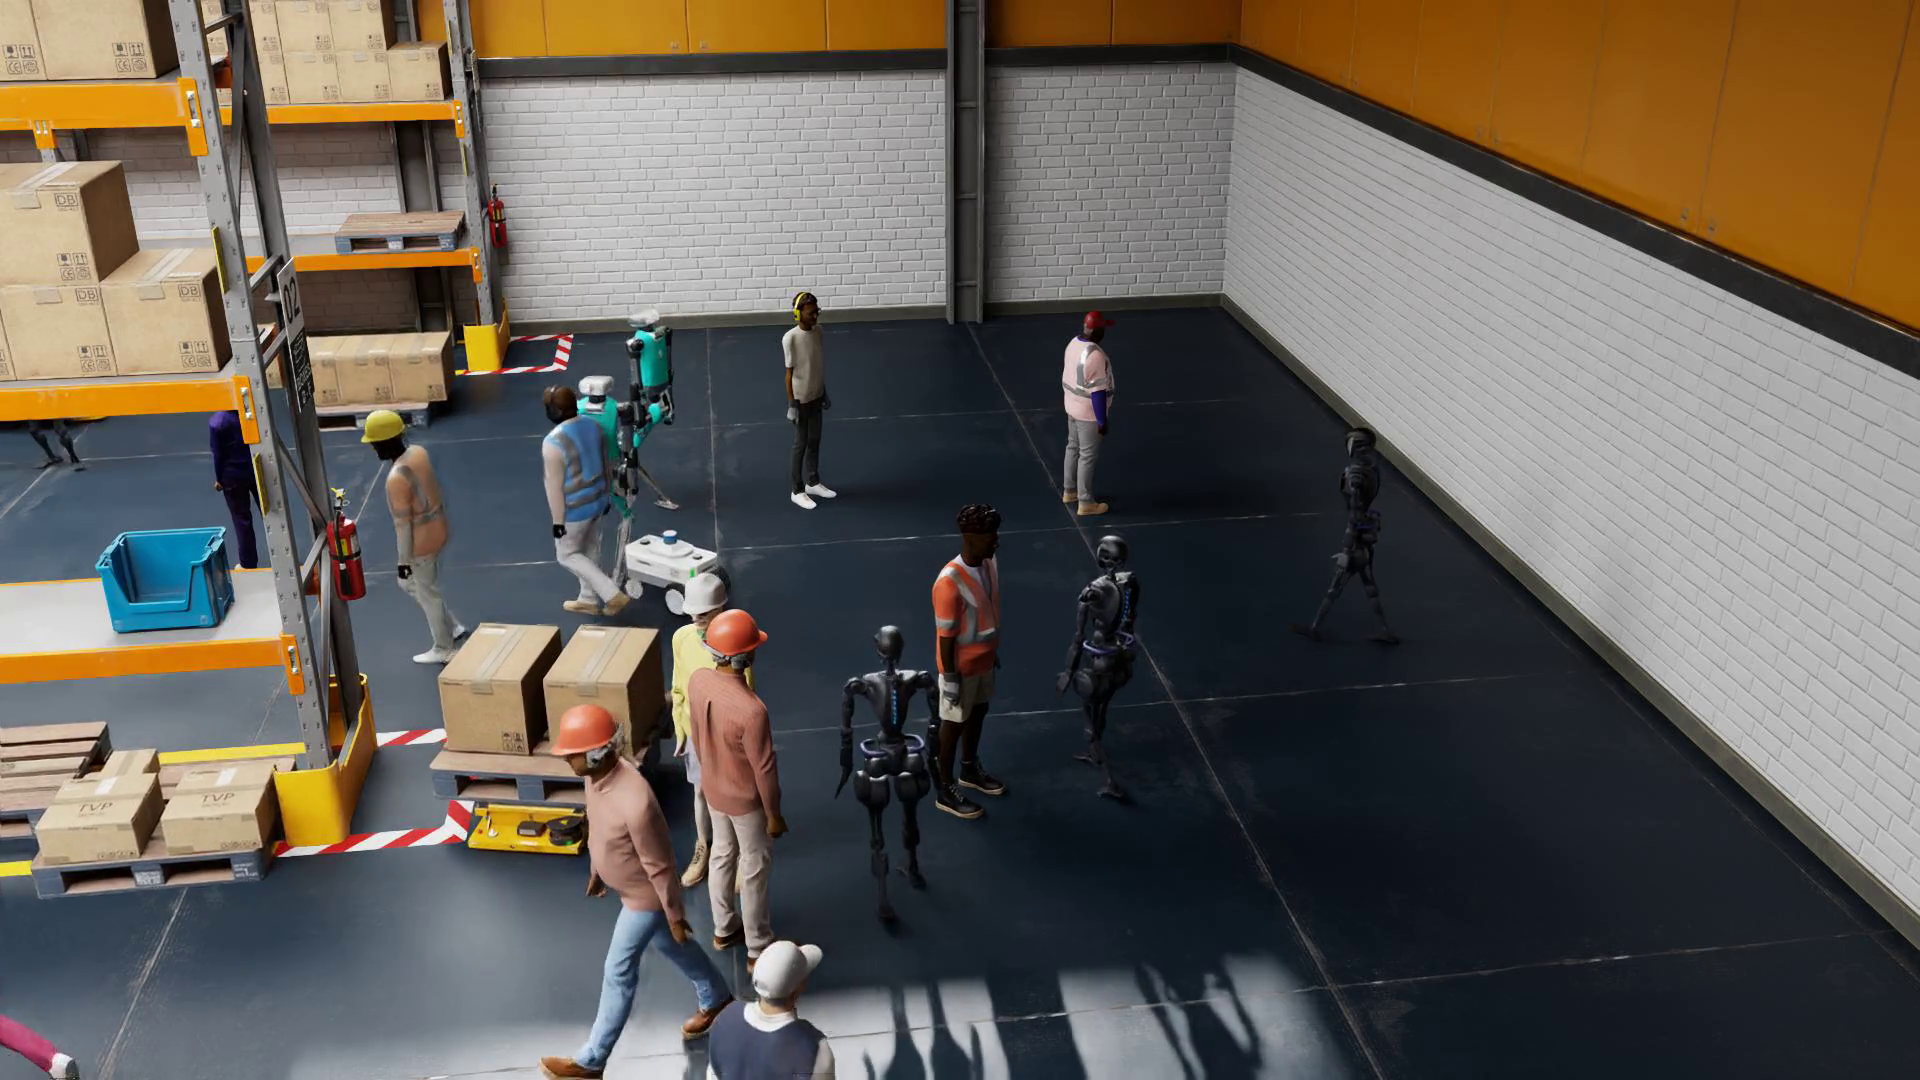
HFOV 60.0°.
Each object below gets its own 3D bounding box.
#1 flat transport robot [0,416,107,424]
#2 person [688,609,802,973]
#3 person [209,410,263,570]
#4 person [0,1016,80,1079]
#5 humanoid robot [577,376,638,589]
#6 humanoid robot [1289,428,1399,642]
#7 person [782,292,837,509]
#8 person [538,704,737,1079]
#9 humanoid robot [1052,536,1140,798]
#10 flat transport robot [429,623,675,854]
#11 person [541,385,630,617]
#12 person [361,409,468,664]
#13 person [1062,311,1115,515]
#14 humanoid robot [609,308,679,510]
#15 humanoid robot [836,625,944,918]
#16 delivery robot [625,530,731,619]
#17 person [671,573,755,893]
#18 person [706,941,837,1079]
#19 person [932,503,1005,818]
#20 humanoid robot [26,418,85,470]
[{"bbox_3d":[-9.121,-1.344,16.458,1.431,0.231,0.659,-3,24,-7],"label":"flat transport robot"},{"bbox_3d":[-1.101,1.262,8.378,0.377,1.995,0.610,-21,31,-40],"label":"person"},{"bbox_3d":[-5.533,-0.508,12.863,0.329,1.624,0.464,19,30,37],"label":"person"},{"bbox_3d":[-4.399,1.932,7.318,0.661,1.606,0.535,0,24,1],"label":"person"},{"bbox_3d":[-2.652,-0.415,12.632,0.551,1.864,0.725,0,24,1],"label":"humanoid robot"},{"bbox_3d":[2.783,-0.024,11.746,0.772,1.622,0.607,8,25,18],"label":"humanoid robot"},{"bbox_3d":[-1.279,-1.197,14.144,0.314,1.859,0.534,14,27,28],"label":"person"},{"bbox_3d":[-1.505,1.603,7.669,1.045,1.925,0.650,-12,26,-25],"label":"person"},{"bbox_3d":[0.843,0.751,9.971,0.599,1.653,0.599,-22,32,-40],"label":"humanoid robot"},{"bbox_3d":[-2.423,1.433,10.132,0.659,0.231,1.431,2,24,5],"label":"flat transport robot"},{"bbox_3d":[-2.710,-0.239,12.013,0.554,1.818,0.638,8,25,18],"label":"person"},{"bbox_3d":[-3.735,-0.001,11.371,0.464,1.896,0.603,-3,24,-6],"label":"person"},{"bbox_3d":[1.090,-1.083,14.034,0.418,1.746,0.598,-9,25,-19],"label":"person"},{"bbox_3d":[-2.832,-1.127,14.171,0.960,1.791,0.532,12,26,24],"label":"humanoid robot"},{"bbox_3d":[-0.358,1.244,8.867,0.589,1.658,0.581,-6,24,-13],"label":"humanoid robot"},{"bbox_3d":[-2.161,0.206,12.529,0.734,0.560,0.499,14,27,29],"label":"delivery robot"},{"bbox_3d":[-1.332,1.034,9.029,0.470,1.892,0.386,5,24,12],"label":"person"},{"bbox_3d":[-0.690,2.285,6.362,0.749,1.744,0.487,11,26,24],"label":"person"},{"bbox_3d":[0.058,0.690,9.731,0.370,1.959,0.606,13,27,27],"label":"person"},{"bbox_3d":[-8.222,-1.394,14.830,0.603,1.639,0.378,4,24,9],"label":"humanoid robot"}]
